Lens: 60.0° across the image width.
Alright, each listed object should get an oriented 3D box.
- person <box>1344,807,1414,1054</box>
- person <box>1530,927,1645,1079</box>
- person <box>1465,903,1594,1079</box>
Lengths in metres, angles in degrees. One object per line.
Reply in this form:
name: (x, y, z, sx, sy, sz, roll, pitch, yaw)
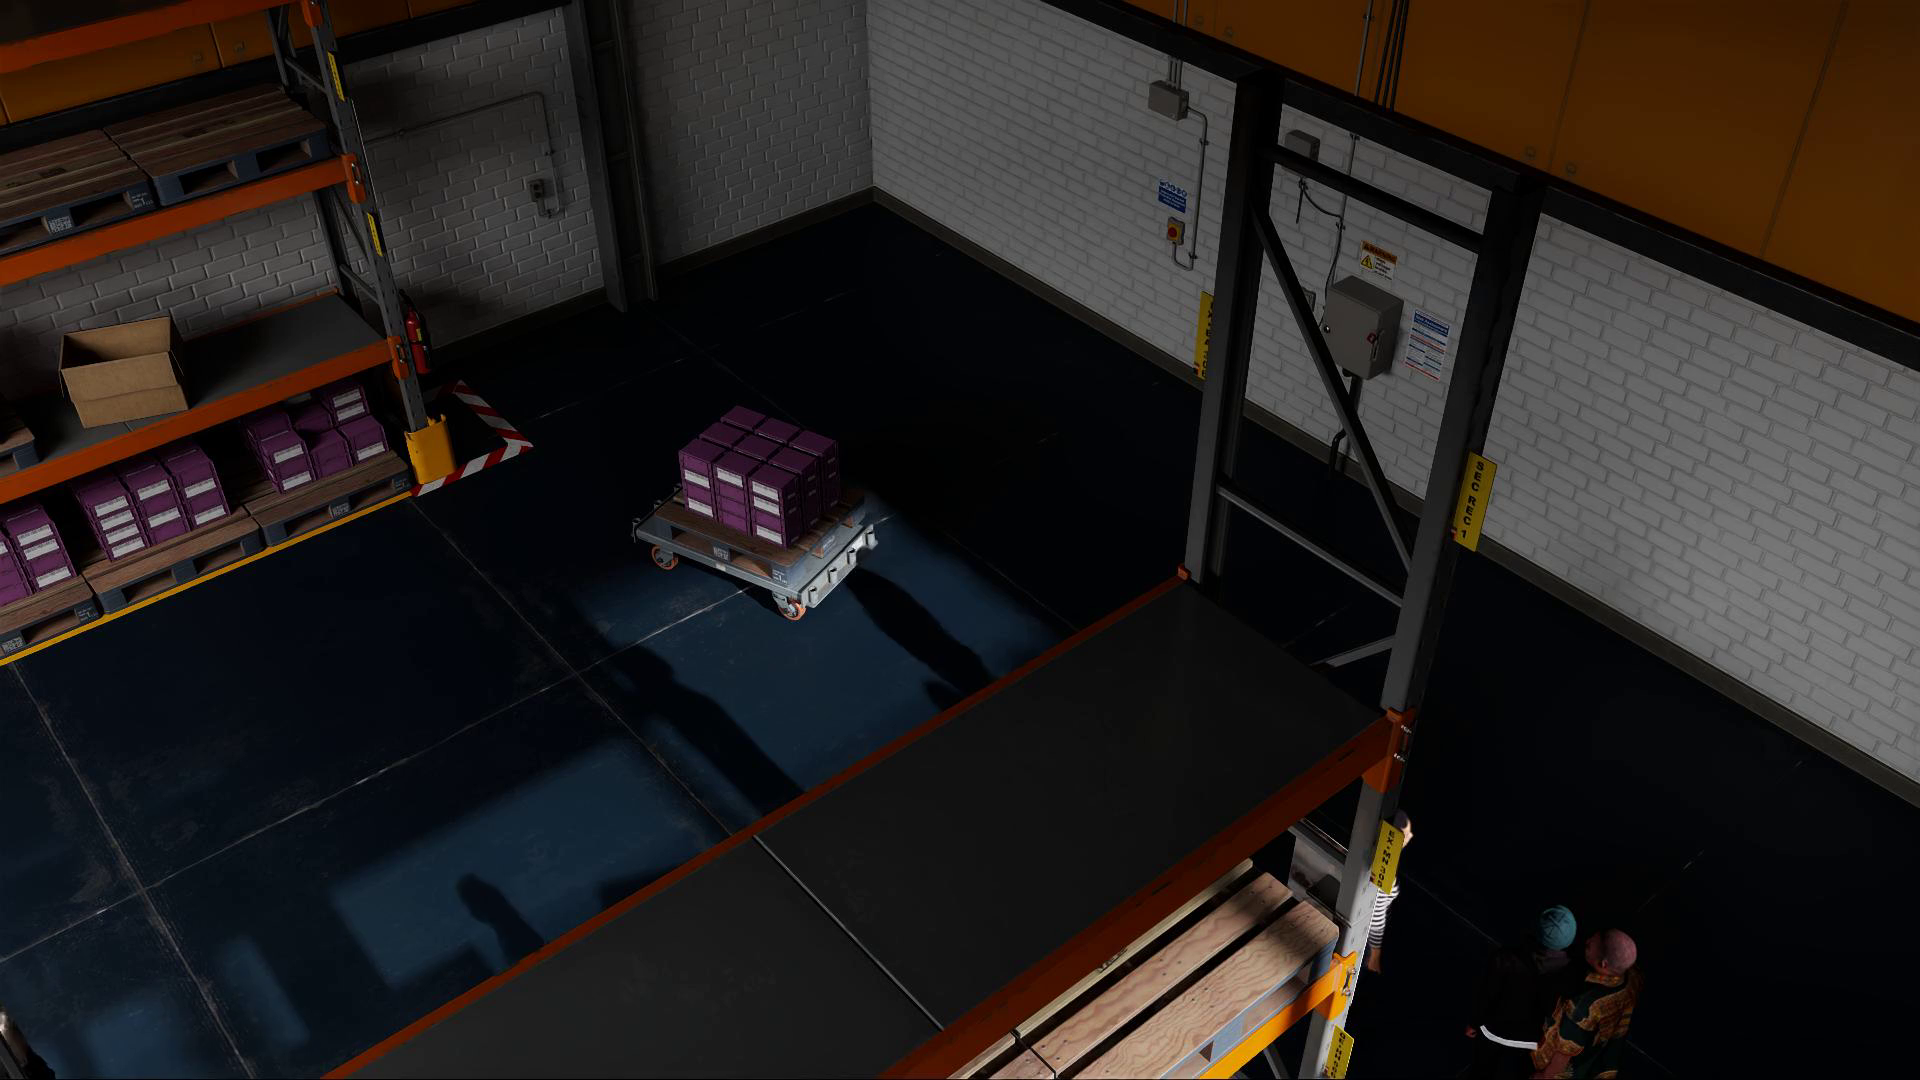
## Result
person: (2.127, 2.052, 8.819, 0.700, 1.796, 0.649, 2, 39, 2)
person: (3.036, 2.529, 8.212, 0.596, 1.808, 0.760, -30, 48, -32)
person: (2.800, 2.434, 8.322, 0.755, 1.818, 0.806, 5, 39, 6)
